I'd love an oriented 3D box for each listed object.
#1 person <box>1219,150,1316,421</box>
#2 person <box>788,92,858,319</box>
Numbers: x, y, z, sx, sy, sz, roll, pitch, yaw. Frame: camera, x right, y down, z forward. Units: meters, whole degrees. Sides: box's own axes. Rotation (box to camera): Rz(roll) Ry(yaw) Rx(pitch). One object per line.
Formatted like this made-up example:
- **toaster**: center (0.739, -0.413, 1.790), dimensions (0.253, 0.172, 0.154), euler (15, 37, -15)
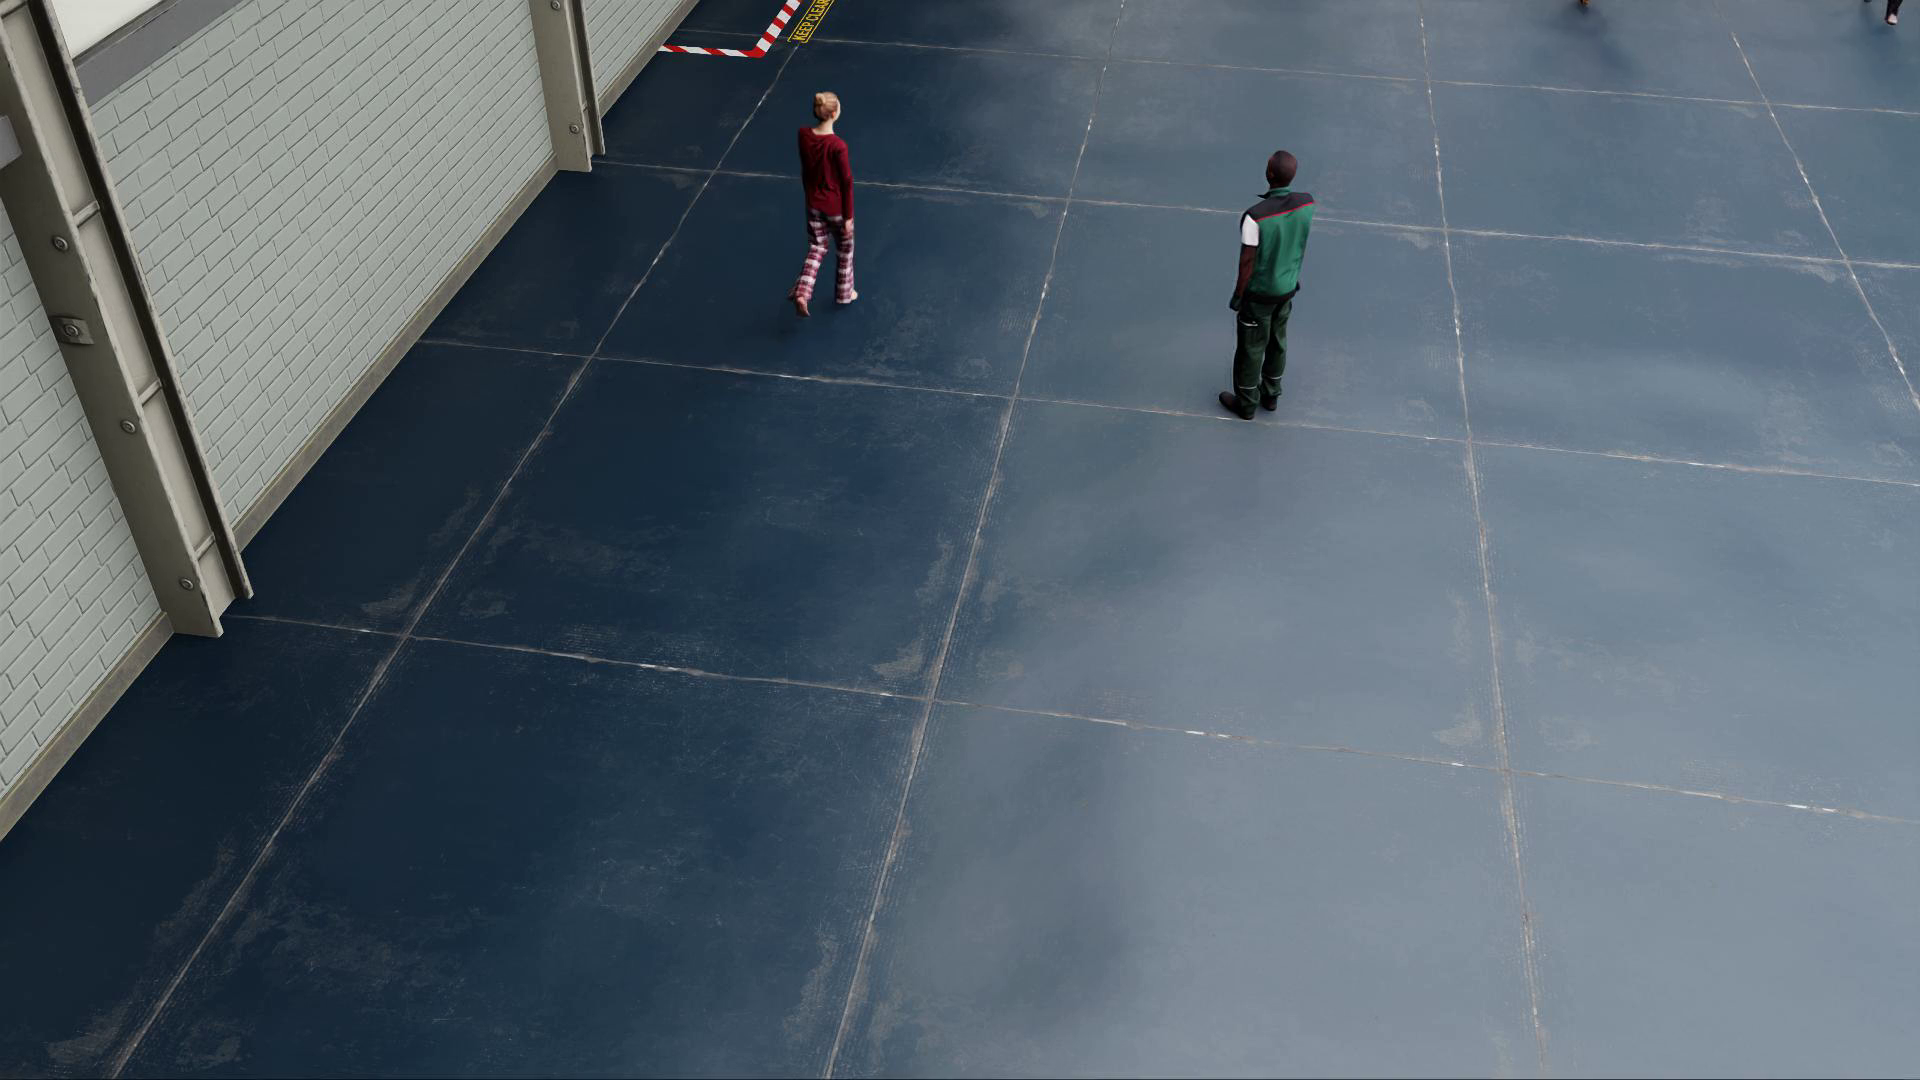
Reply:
- **person**: center (1.960, -1.610, 10.576), dimensions (0.784, 1.840, 0.825), euler (-19, 42, -23)
- **person**: center (-0.968, -2.308, 11.599), dimensions (0.807, 1.678, 0.995), euler (20, 42, 23)
